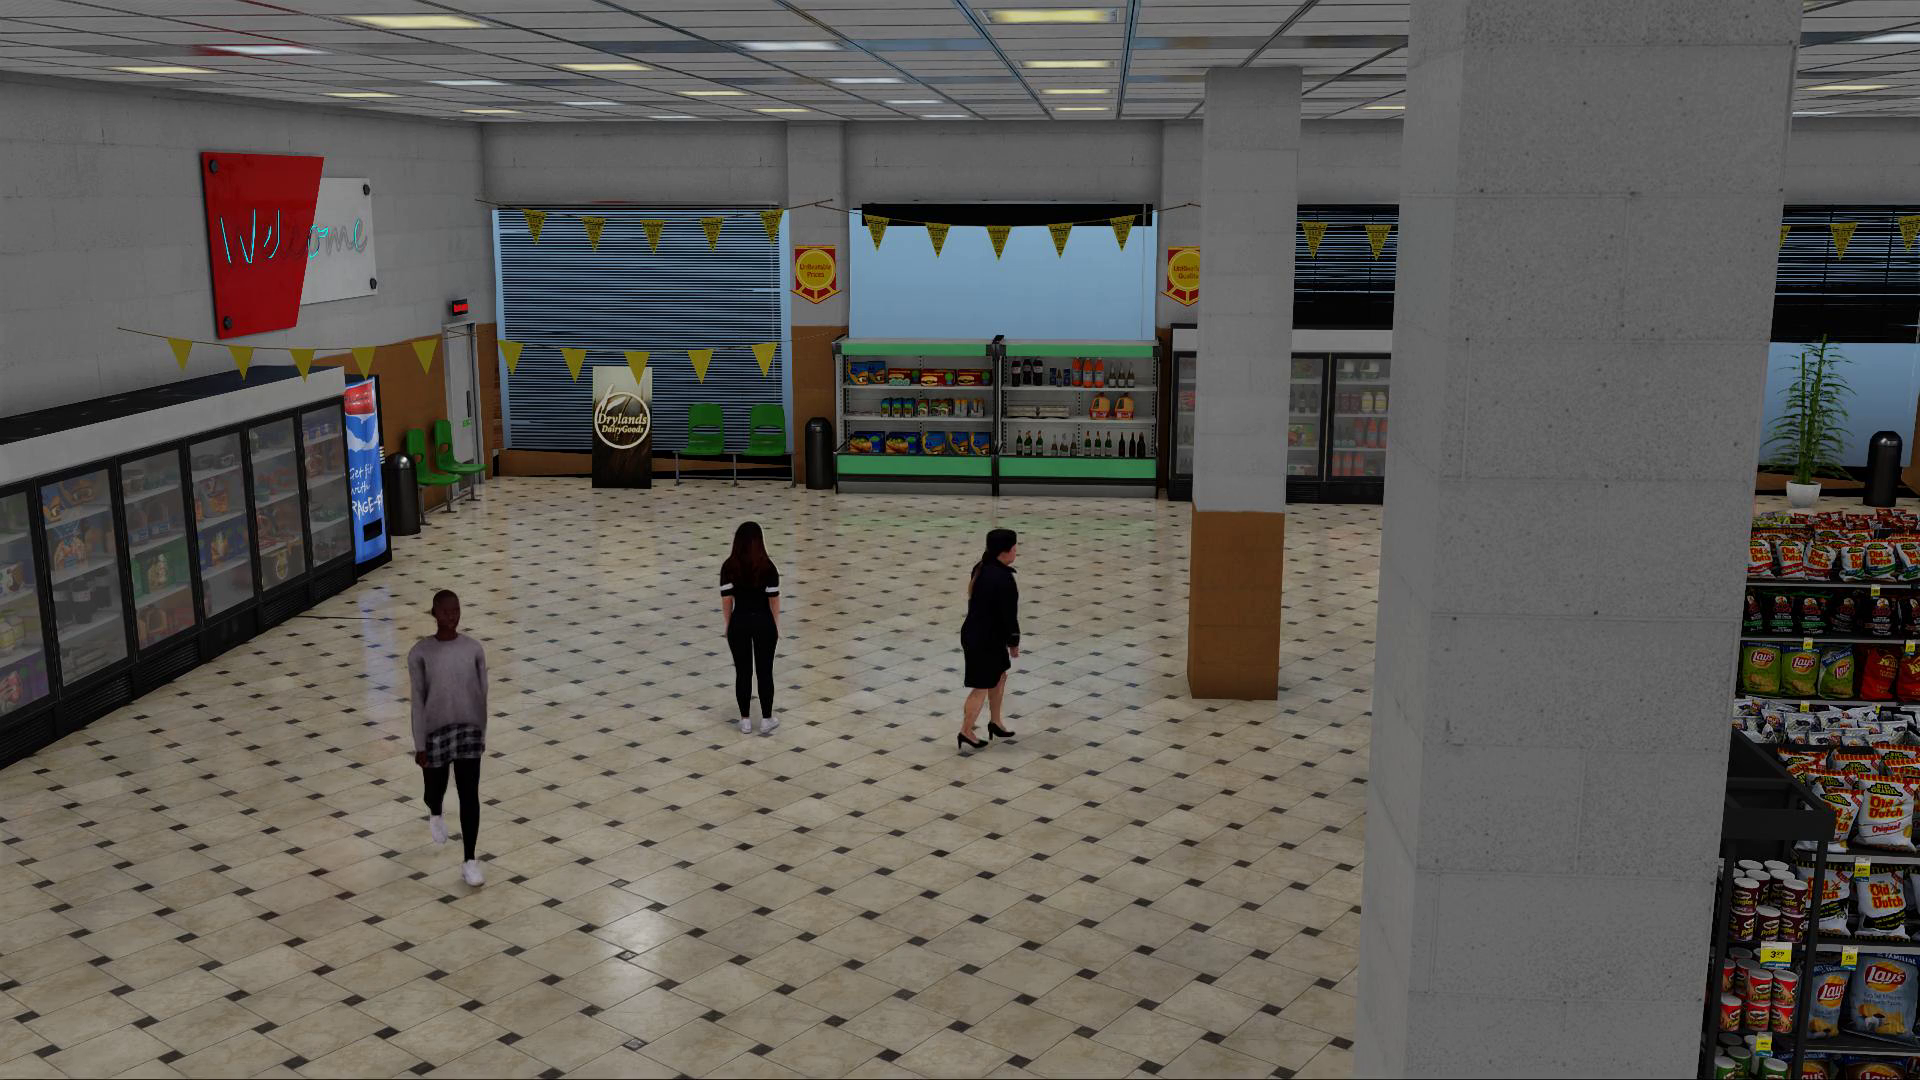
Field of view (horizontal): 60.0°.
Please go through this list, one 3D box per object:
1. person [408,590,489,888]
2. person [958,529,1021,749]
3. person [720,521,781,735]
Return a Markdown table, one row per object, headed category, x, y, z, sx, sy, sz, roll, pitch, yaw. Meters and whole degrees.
| category | x | y | z | sx | sy | sz | roll | pitch | yaw |
| --- | --- | --- | --- | --- | --- | --- | --- | --- | --- |
| person | -3.095 | 1.162 | 10.020 | 1.116 | 1.749 | 1.022 | -6 | 13 | -25 |
| person | 0.135 | 0.755 | 12.215 | 0.899 | 1.641 | 0.856 | -5 | 13 | -22 |
| person | -1.586 | 0.660 | 12.671 | 0.526 | 1.638 | 0.666 | 0 | 12 | 2 |
